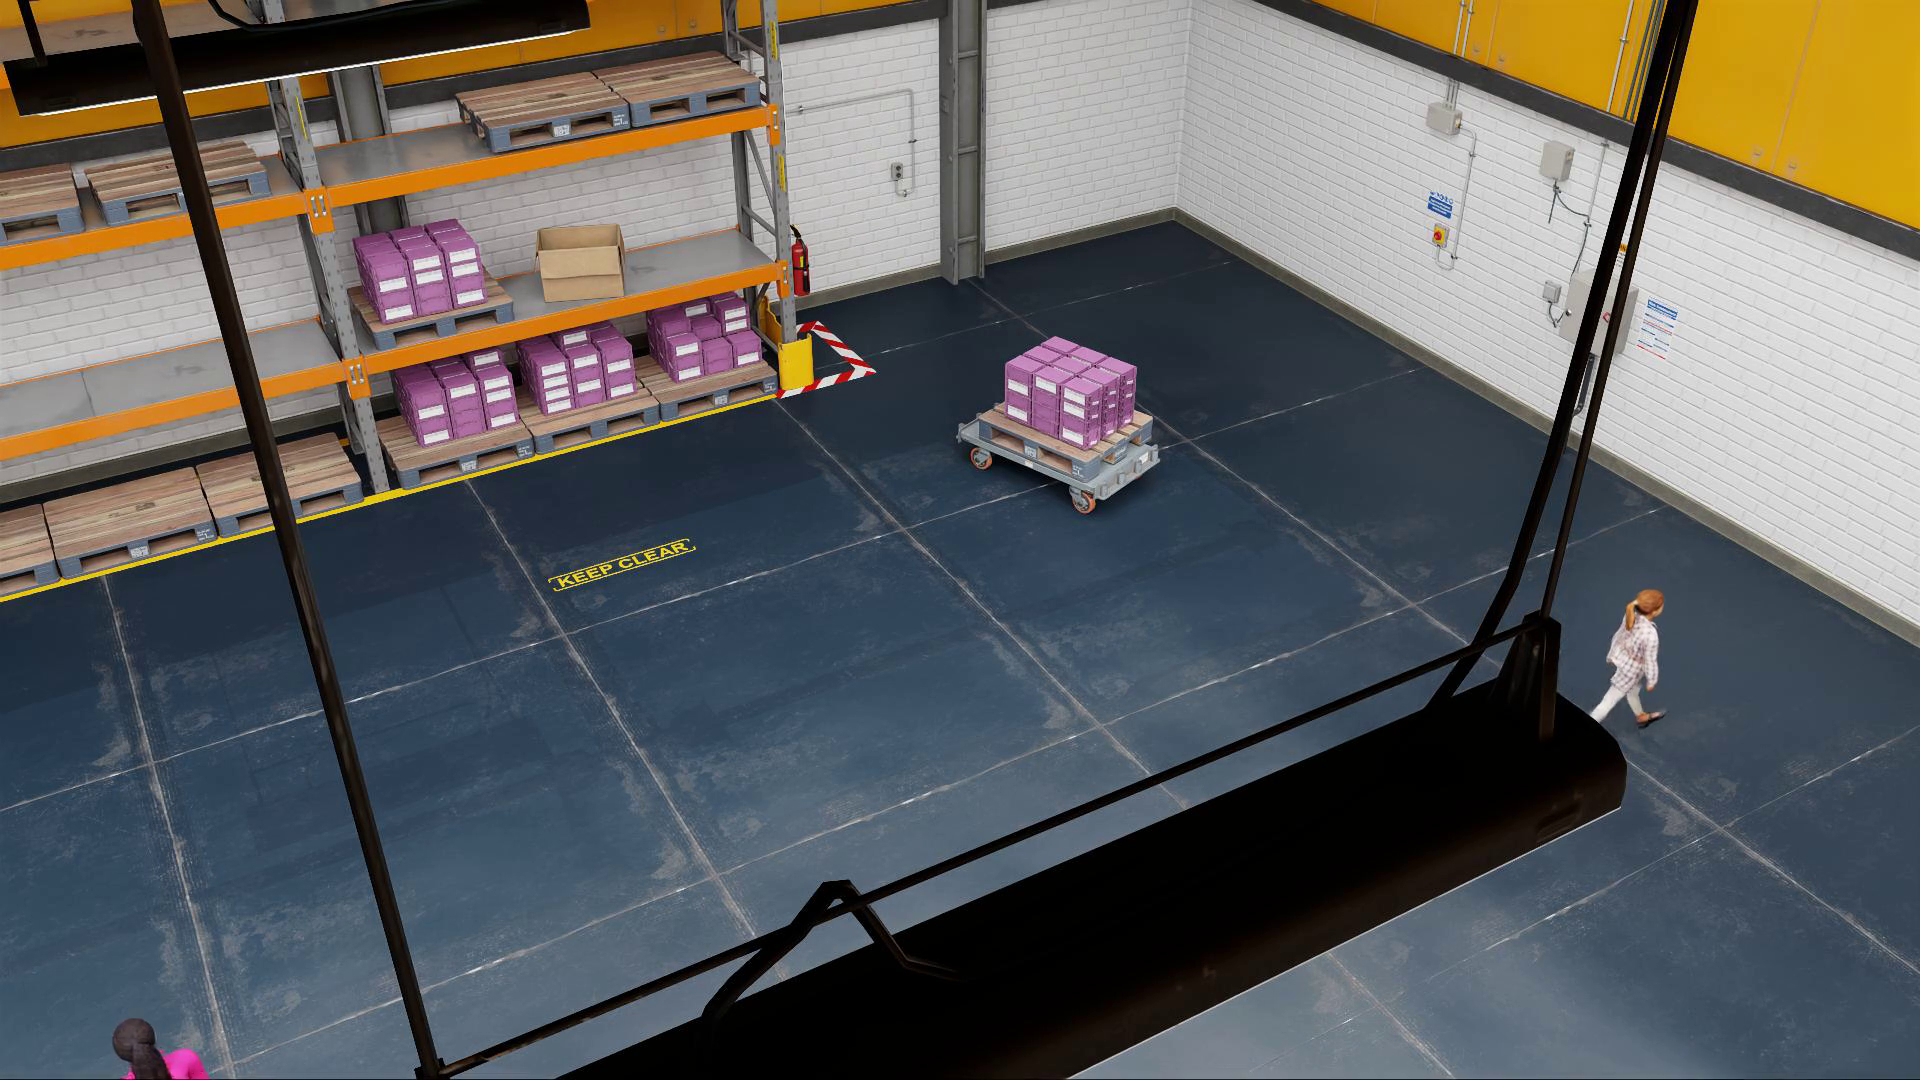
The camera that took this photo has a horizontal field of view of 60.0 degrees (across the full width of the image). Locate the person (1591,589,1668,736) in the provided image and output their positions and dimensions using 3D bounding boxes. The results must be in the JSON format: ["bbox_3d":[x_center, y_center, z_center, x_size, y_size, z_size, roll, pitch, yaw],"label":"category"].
[{"bbox_3d":[4.571,0.897,11.530,0.956,1.280,0.755,-4,34,-6],"label":"person"}]

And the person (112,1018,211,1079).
[{"bbox_3d":[-3.732,2.968,8.055,0.888,1.679,0.634,-19,38,-26],"label":"person"}]
